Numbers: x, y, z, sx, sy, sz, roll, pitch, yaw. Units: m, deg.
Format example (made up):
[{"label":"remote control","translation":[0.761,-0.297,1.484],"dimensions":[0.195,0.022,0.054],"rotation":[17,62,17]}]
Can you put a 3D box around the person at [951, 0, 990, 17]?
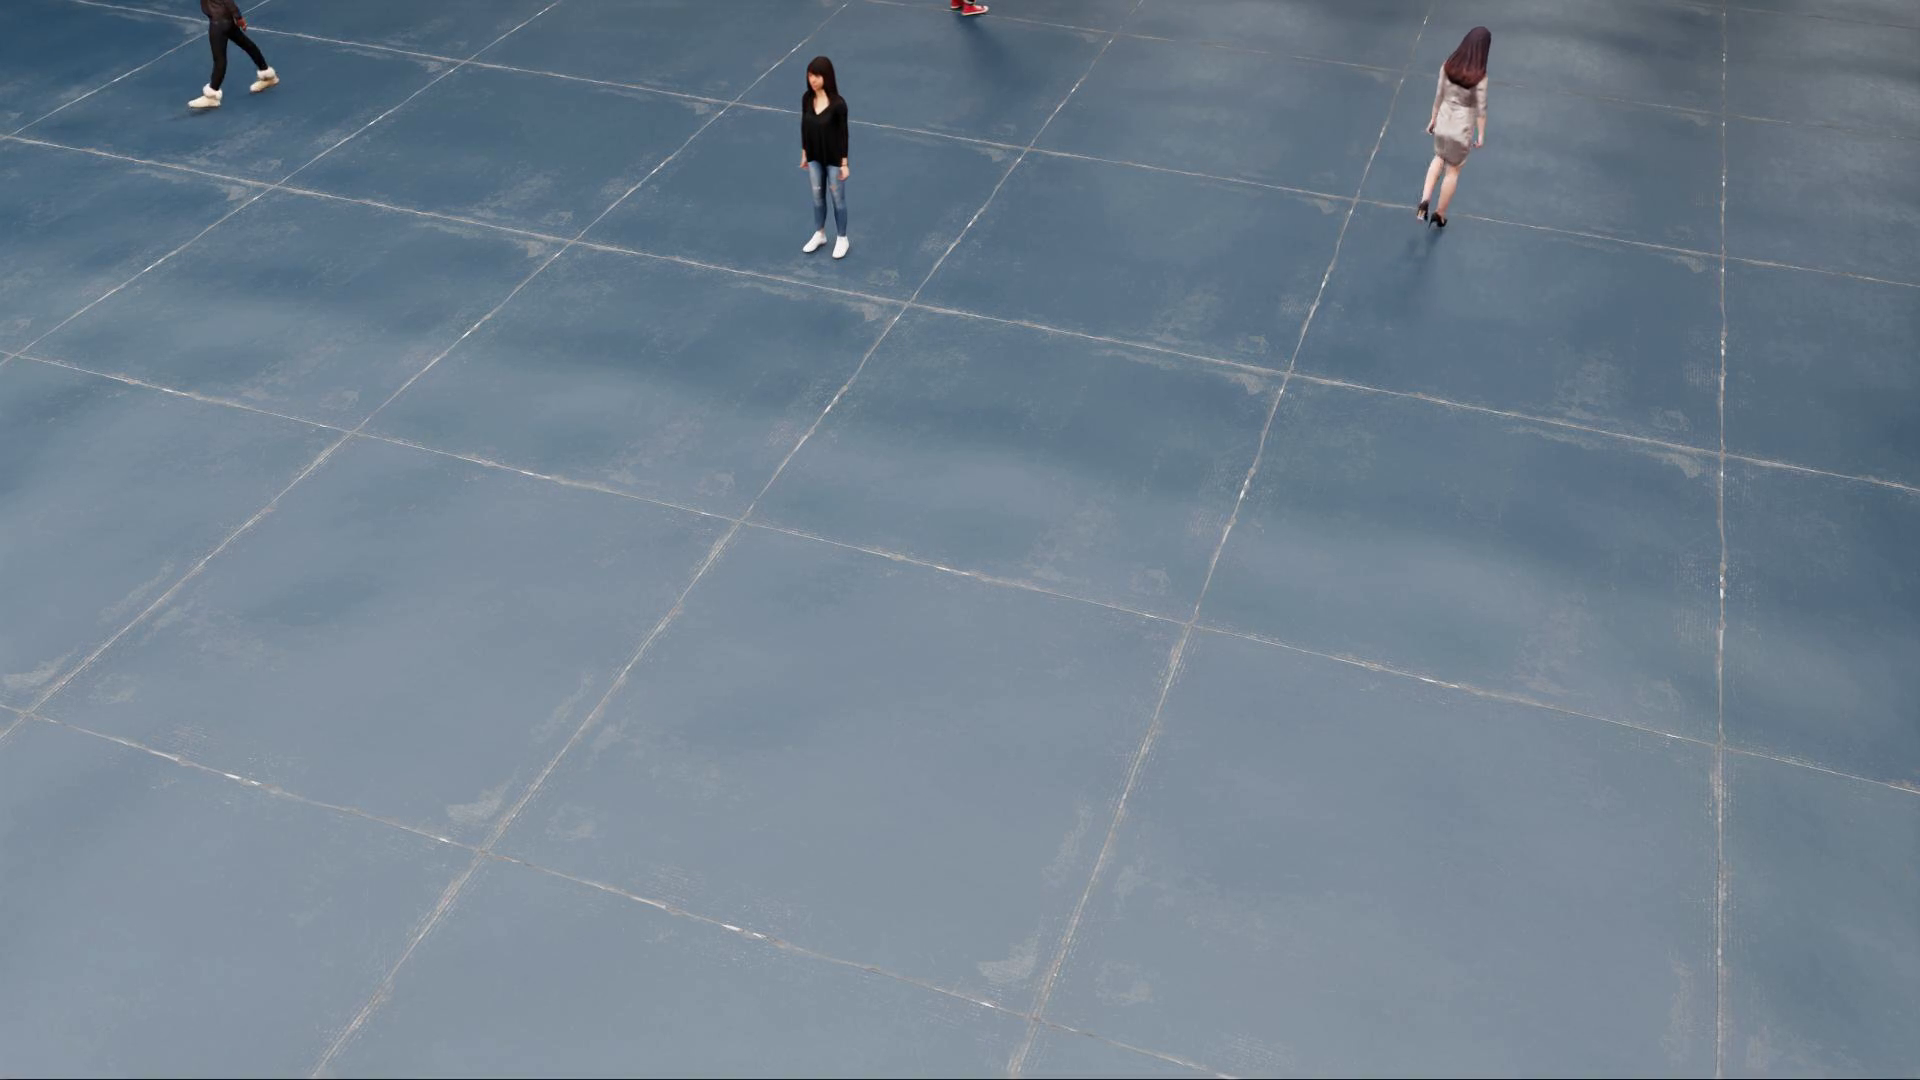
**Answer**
[{"label":"person","translation":[0.067,-6.433,17.456],"dimensions":[0.739,1.757,0.710],"rotation":[-22,43,-25]}]

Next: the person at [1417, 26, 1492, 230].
[{"label":"person","translation":[3.952,-3.277,13.441],"dimensions":[0.778,1.733,0.745],"rotation":[-31,47,-33]}]

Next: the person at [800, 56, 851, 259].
[{"label":"person","translation":[-1.059,-3.060,13.234],"dimensions":[0.578,1.646,0.539],"rotation":[16,41,19]}]

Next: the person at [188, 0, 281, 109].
[{"label":"person","translation":[-7.060,-4.870,15.555],"dimensions":[1.129,1.638,1.020],"rotation":[18,41,21]}]
